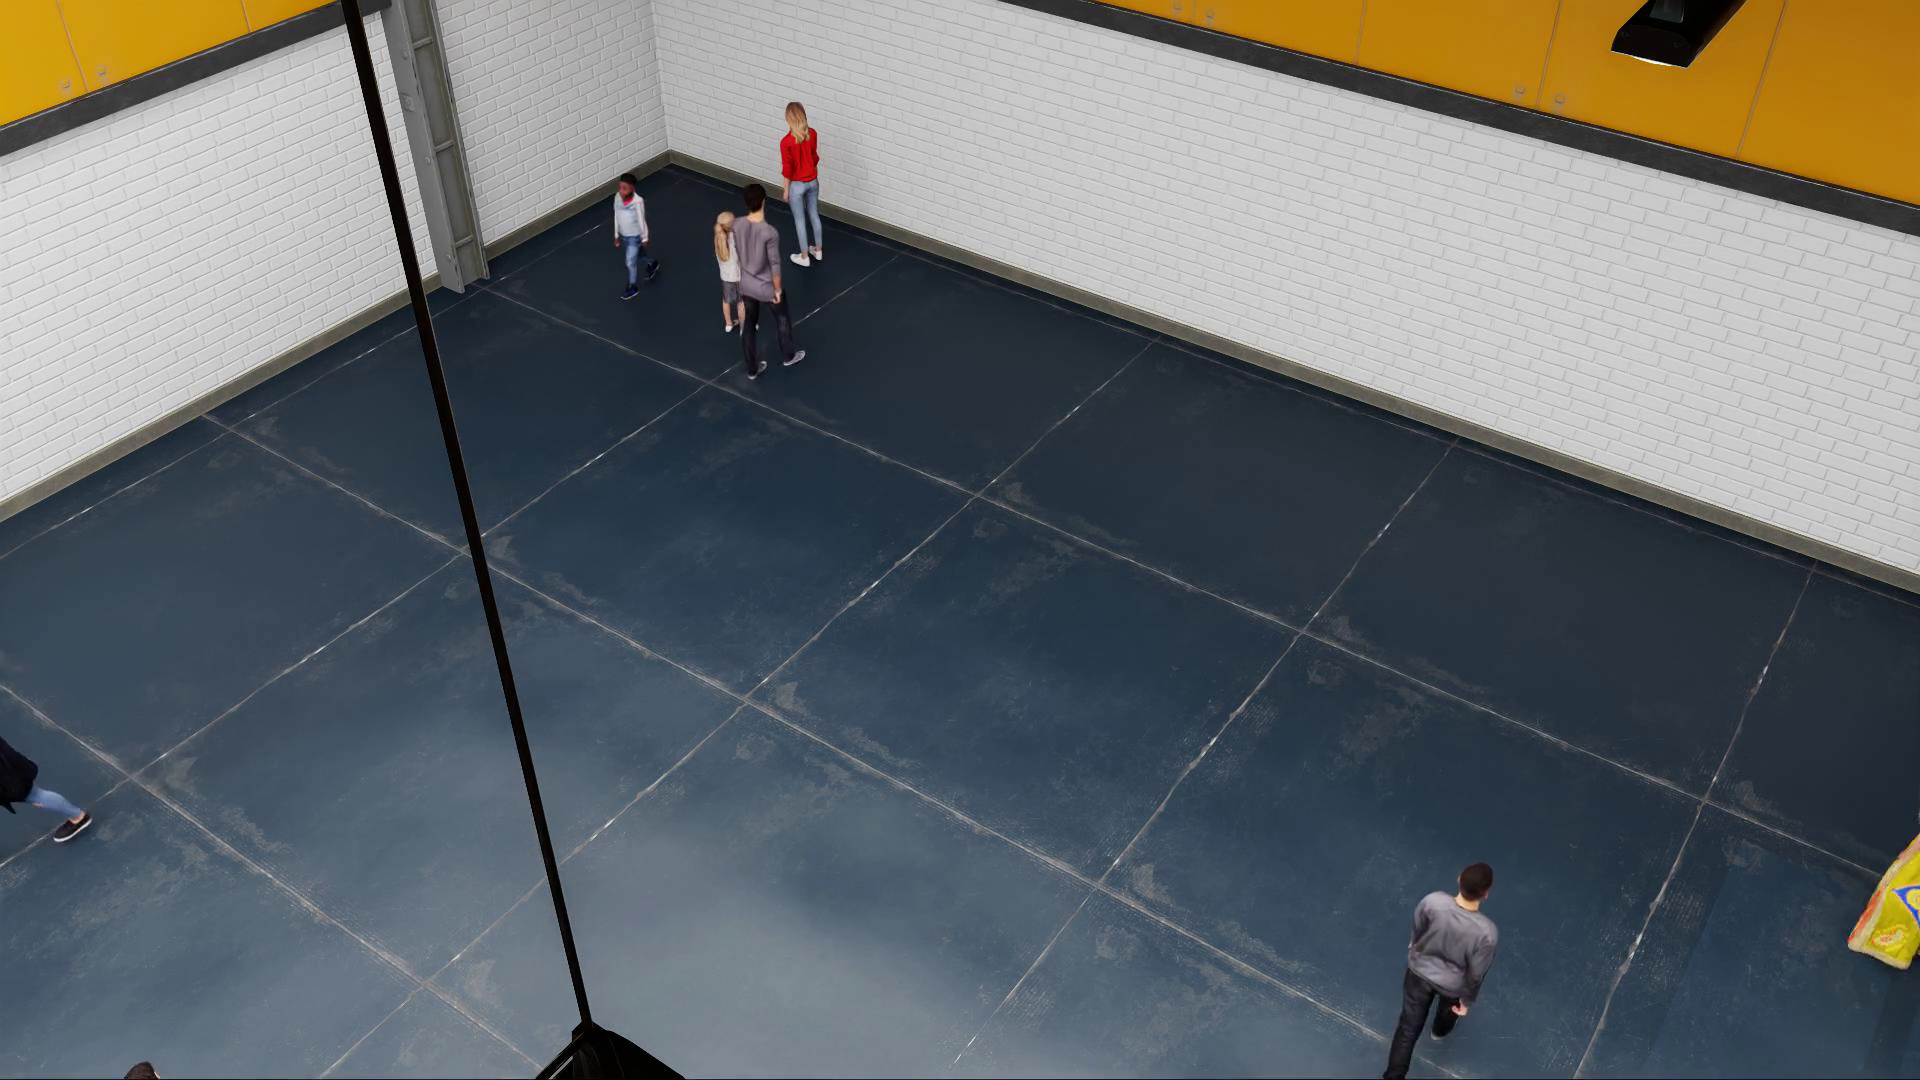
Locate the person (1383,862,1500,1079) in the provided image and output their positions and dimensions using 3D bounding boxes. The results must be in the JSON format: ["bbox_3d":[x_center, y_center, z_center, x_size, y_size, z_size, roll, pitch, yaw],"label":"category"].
[{"bbox_3d":[2.585,2.433,9.083,0.658,1.724,1.133,22,43,25],"label":"person"}]

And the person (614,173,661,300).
[{"bbox_3d":[-3.181,-3.052,16.332,0.466,1.248,0.853,23,44,26],"label":"person"}]

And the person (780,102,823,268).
[{"bbox_3d":[-1.577,-3.548,16.588,0.520,1.703,0.720,-31,48,-33],"label":"person"}]

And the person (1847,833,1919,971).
[{"bbox_3d":[5.846,1.868,9.853,1.021,1.645,1.076,5,39,6],"label":"person"}]

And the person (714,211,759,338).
[{"bbox_3d":[-2.139,-2.517,15.641,0.502,1.274,0.516,22,44,25],"label":"person"}]

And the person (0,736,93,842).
[{"bbox_3d":[-5.991,1.405,10.440,1.155,1.636,0.780,-29,47,-31],"label":"person"}]

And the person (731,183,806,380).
[{"bbox_3d":[-1.839,-2.253,14.868,0.758,1.826,0.868,16,41,19],"label":"person"}]
